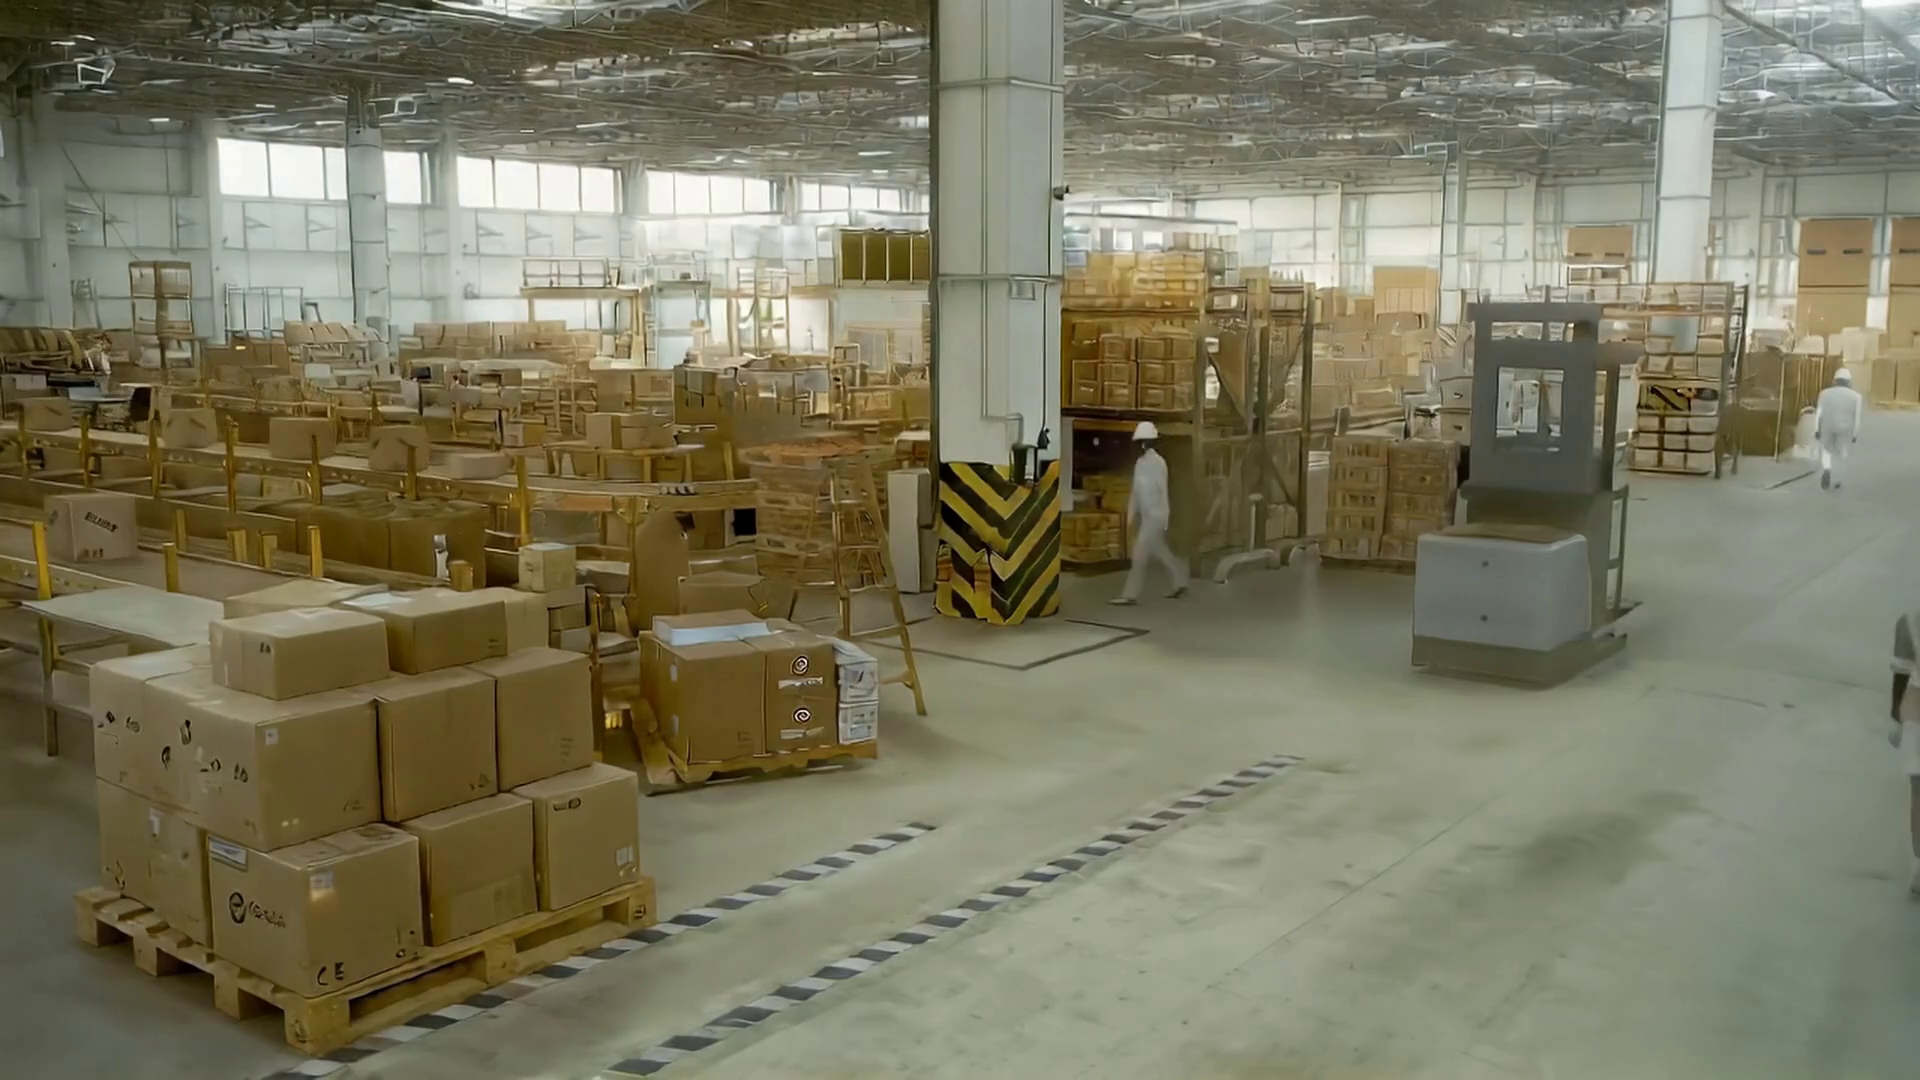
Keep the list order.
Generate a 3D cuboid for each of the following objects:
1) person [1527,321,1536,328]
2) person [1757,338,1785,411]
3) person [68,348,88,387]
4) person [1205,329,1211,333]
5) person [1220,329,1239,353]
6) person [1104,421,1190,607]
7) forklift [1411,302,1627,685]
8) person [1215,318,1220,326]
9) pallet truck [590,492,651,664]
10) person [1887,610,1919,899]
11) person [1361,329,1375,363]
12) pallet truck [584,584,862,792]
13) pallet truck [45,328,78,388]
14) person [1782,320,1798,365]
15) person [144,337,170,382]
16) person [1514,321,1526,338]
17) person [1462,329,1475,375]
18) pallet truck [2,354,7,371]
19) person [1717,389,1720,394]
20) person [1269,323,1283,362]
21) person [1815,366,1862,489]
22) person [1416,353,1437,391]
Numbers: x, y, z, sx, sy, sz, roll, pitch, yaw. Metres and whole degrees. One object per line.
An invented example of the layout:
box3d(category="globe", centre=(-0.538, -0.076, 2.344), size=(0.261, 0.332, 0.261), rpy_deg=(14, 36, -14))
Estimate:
box3d(category="person", centre=(27.212, -9.799, 79.122), size=(0.608, 1.939, 0.417), rpy_deg=(-8, 11, -42))
box3d(category="person", centre=(16.861, -3.221, 34.681), size=(0.623, 1.969, 0.791), rpy_deg=(-2, 9, -13))
box3d(category="person", centre=(-22.408, -4.309, 42.321), size=(0.665, 1.901, 0.661), rpy_deg=(5, 10, 32))
box3d(category="person", centre=(7.848, -5.880, 53.008), size=(0.513, 1.853, 0.510), rpy_deg=(-7, 11, -40))
box3d(category="person", centre=(7.388, -4.893, 46.122), size=(0.689, 1.922, 0.626), rpy_deg=(3, 9, 22))
box3d(category="person", centre=(1.788, -0.250, 15.483), size=(0.909, 1.724, 0.544), rpy_deg=(-3, 9, -17))
box3d(category="forklift", centre=(4.379, -0.438, 12.852), size=(1.129, 2.768, 1.873), rpy_deg=(7, 11, 37))
box3d(category="person", centre=(11.313, -8.900, 73.242), size=(0.576, 1.881, 0.352), rpy_deg=(8, 11, 42))
box3d(category="pallet truck", centre=(-3.115, 0.344, 12.883), size=(0.653, 1.274, 1.630), rpy_deg=(7, 11, 37))
box3d(category="person", centre=(4.793, 0.872, 8.057), size=(0.541, 1.679, 0.583), rpy_deg=(5, 10, 32))
box3d(category="person", centre=(12.424, -5.556, 50.921), size=(0.542, 1.829, 0.834), rpy_deg=(-4, 9, -22))
box3d(category="pallet truck", centre=(-1.426, 0.805, 10.019), size=(1.601, 1.201, 0.680), rpy_deg=(-4, 9, -26))
box3d(category="pallet truck", centre=(-23.775, -4.544, 43.495), size=(1.885, 1.965, 0.823), rpy_deg=(6, 10, 35))
box3d(category="person", centre=(33.375, -7.917, 66.811), size=(0.634, 1.829, 0.484), rpy_deg=(-2, 9, -16))
box3d(category="person", centre=(-19.783, -4.205, 41.047), size=(0.605, 2.045, 0.385), rpy_deg=(-8, 11, -41))
box3d(category="person", centre=(25.165, -9.030, 74.681), size=(0.510, 1.702, 0.849), rpy_deg=(4, 9, 23))
box3d(category="person", centre=(14.298, -4.927, 46.370), size=(0.564, 1.902, 0.858), rpy_deg=(-1, 8, -6))
box3d(category="pallet truck", centre=(-24.881, -4.417, 42.634), size=(1.885, 1.965, 0.823), rpy_deg=(8, 11, 41))
box3d(category="person", centre=(17.523, -3.805, 38.695), size=(0.548, 1.942, 0.347), rpy_deg=(0, 8, 3))
box3d(category="person", centre=(11.398, -6.913, 59.971), size=(0.505, 1.847, 0.344), rpy_deg=(-4, 9, -24))
box3d(category="person", centre=(12.934, -1.641, 24.499), size=(0.612, 1.821, 0.475), rpy_deg=(5, 10, 29))
box3d(category="person", centre=(10.339, -3.358, 36.860), size=(0.511, 1.593, 0.841), rpy_deg=(7, 11, 38))
